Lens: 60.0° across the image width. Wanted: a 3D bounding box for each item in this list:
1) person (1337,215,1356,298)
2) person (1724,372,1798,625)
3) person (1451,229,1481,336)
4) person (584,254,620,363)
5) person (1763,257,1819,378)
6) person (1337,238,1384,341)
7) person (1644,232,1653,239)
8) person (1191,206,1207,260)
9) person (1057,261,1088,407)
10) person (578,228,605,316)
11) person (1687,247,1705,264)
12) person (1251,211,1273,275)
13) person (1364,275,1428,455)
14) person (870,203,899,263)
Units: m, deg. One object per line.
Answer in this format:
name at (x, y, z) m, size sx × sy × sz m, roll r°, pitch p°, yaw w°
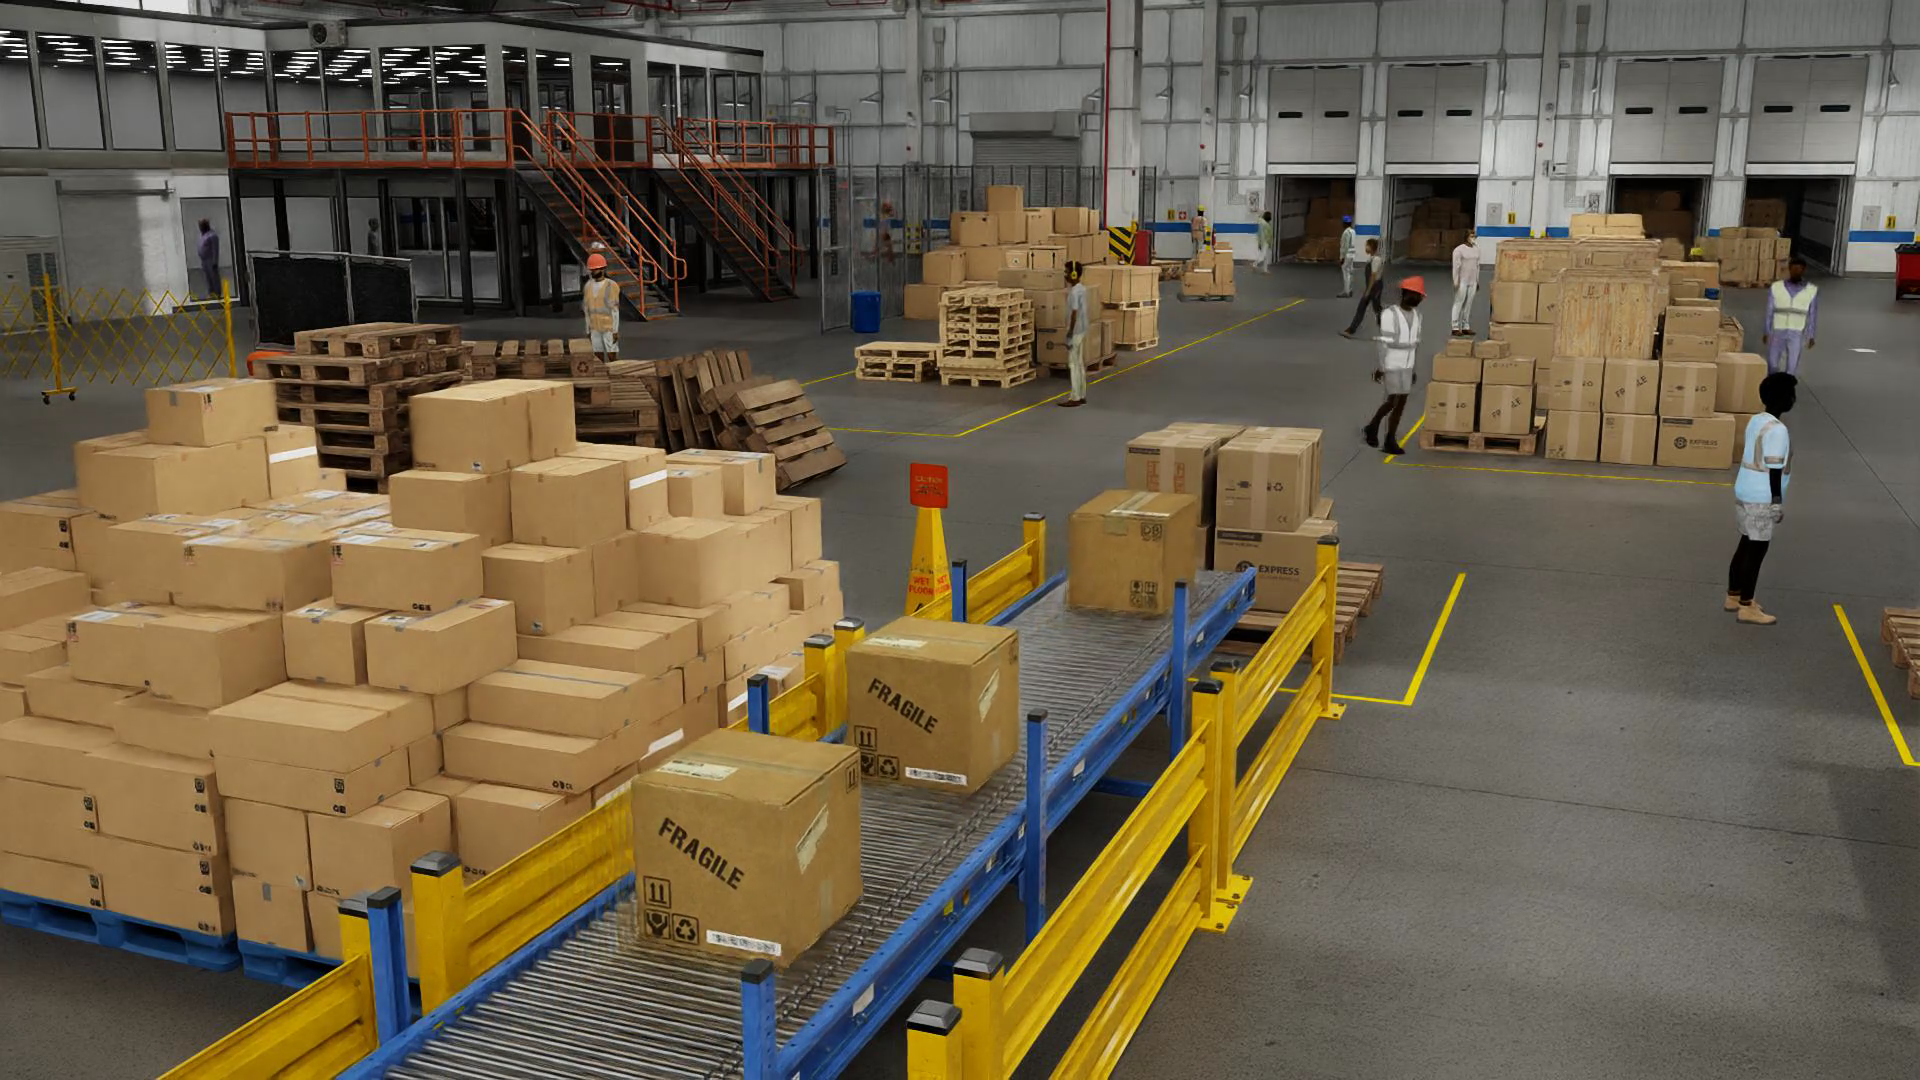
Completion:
person at (9.171, -6.723, 39.449) m, size 0.405 × 1.946 × 0.609 m, roll 8°, pitch 15°, yaw 31°
person at (5.383, -0.285, 11.163) m, size 0.320 × 1.692 × 0.537 m, roll 2°, pitch 13°, yaw 10°
person at (9.249, -4.696, 30.381) m, size 0.627 × 1.940 × 0.372 m, roll -7°, pitch 14°, yaw -28°
person at (-4.717, -2.791, 21.876) m, size 0.539 × 1.929 × 0.392 m, roll 6°, pitch 14°, yaw 24°
person at (10.645, -2.662, 21.337) m, size 0.613 × 1.900 × 0.555 m, roll 6°, pitch 14°, yaw 27°
person at (7.170, -4.407, 29.396) m, size 0.924 × 1.805 × 0.513 m, roll -1°, pitch 13°, yaw -4°
person at (13.201, -5.052, 32.262) m, size 0.633 × 1.819 × 0.741 m, roll -4°, pitch 13°, yaw -17°
person at (7.321, -9.269, 50.942) m, size 0.402 × 1.918 × 0.591 m, roll -11°, pitch 17°, yaw -41°
person at (1.456, -2.627, 21.275) m, size 0.345 × 1.867 × 0.524 m, roll 4°, pitch 13°, yaw 16°
person at (-7.534, -5.509, 34.292) m, size 0.605 × 1.837 × 1.026 m, roll 9°, pitch 15°, yaw 35°
person at (12.627, -4.170, 28.571) m, size 0.501 × 1.699 × 0.899 m, roll -4°, pitch 13°, yaw -19°
person at (8.750, -8.537, 47.856) m, size 0.481 × 1.827 × 0.640 m, roll 7°, pitch 14°, yaw 27°
person at (4.665, -1.859, 17.713) m, size 0.581 × 1.908 × 0.495 m, roll -7°, pitch 14°, yaw -29°
person at (-2.469, -9.902, 53.690) m, size 0.888 × 1.964 × 0.616 m, roll 1°, pitch 13°, yaw 3°
